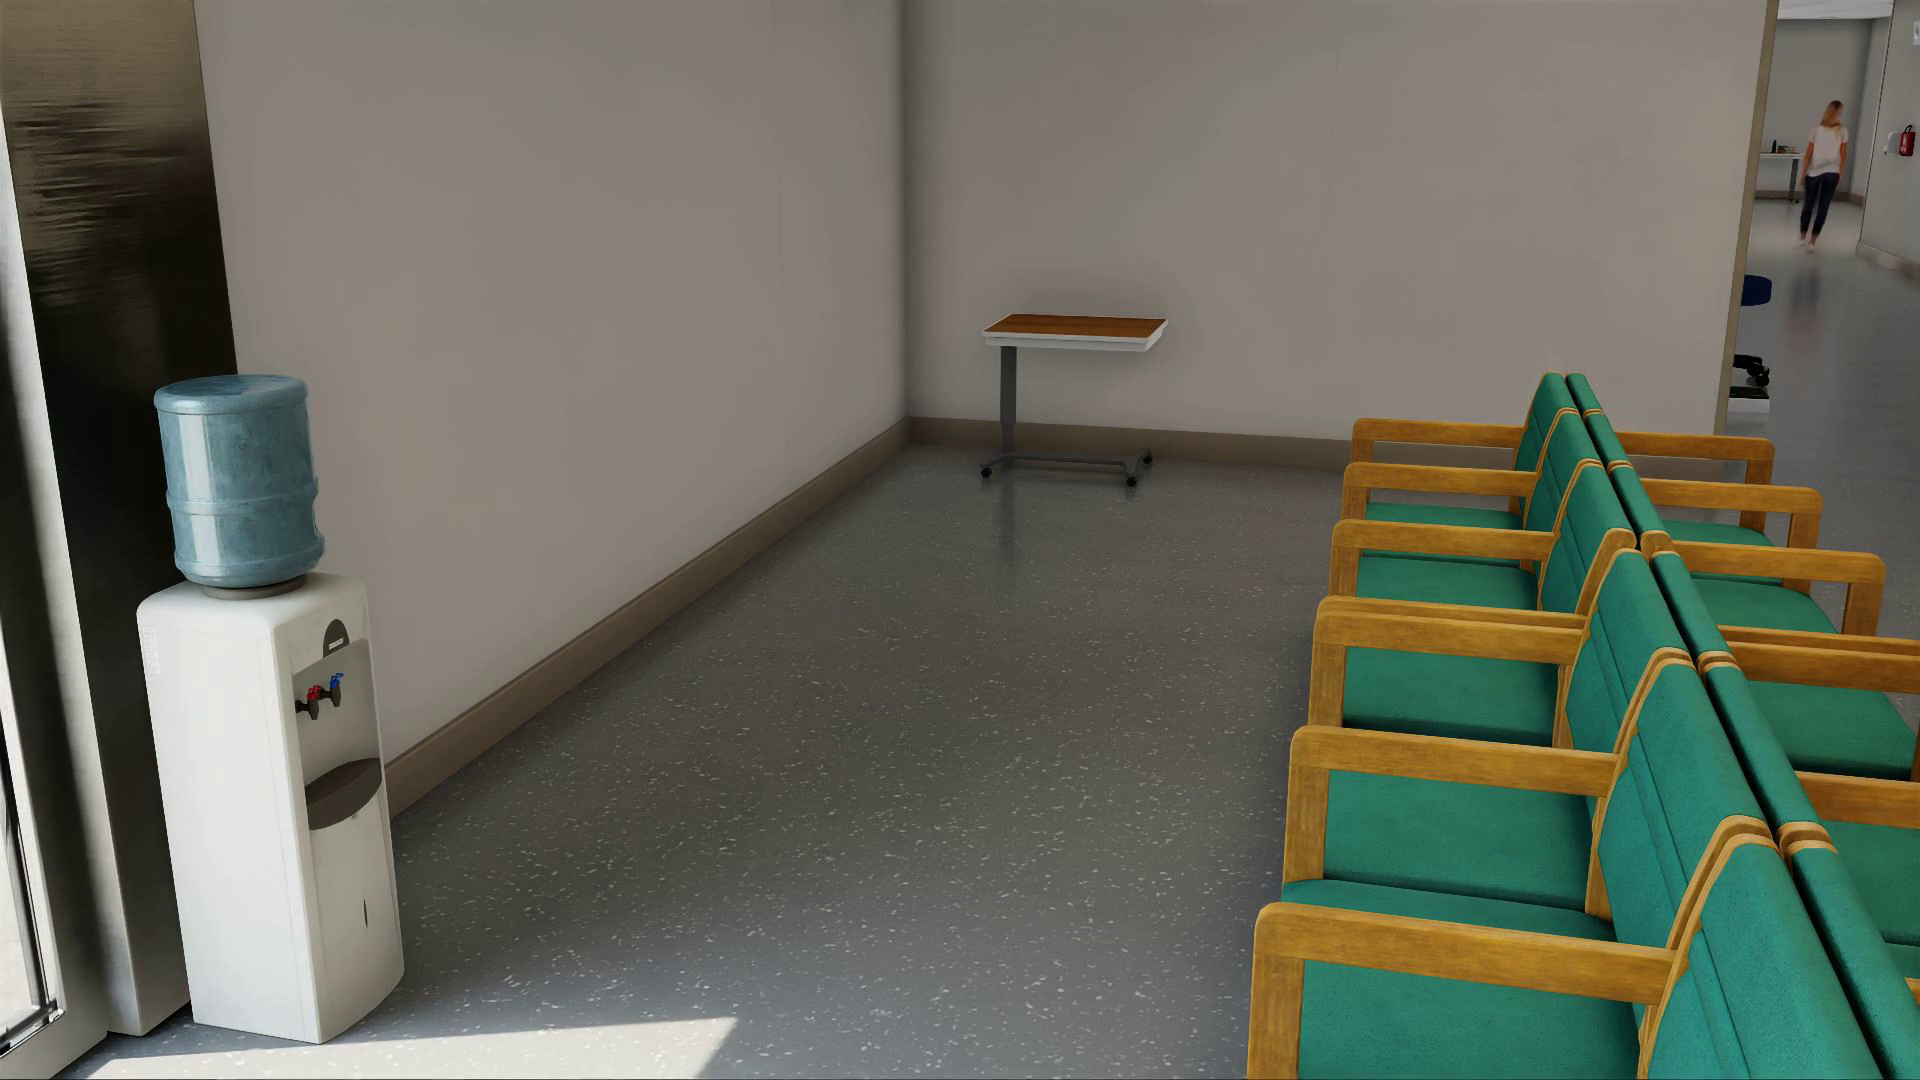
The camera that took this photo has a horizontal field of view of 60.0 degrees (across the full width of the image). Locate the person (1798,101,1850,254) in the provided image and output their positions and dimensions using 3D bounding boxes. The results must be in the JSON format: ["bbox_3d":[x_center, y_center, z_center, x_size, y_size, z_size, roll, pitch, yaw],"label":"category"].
[{"bbox_3d":[10.384,-4.338,19.999,0.936,1.777,0.810,9,18,28],"label":"person"}]
